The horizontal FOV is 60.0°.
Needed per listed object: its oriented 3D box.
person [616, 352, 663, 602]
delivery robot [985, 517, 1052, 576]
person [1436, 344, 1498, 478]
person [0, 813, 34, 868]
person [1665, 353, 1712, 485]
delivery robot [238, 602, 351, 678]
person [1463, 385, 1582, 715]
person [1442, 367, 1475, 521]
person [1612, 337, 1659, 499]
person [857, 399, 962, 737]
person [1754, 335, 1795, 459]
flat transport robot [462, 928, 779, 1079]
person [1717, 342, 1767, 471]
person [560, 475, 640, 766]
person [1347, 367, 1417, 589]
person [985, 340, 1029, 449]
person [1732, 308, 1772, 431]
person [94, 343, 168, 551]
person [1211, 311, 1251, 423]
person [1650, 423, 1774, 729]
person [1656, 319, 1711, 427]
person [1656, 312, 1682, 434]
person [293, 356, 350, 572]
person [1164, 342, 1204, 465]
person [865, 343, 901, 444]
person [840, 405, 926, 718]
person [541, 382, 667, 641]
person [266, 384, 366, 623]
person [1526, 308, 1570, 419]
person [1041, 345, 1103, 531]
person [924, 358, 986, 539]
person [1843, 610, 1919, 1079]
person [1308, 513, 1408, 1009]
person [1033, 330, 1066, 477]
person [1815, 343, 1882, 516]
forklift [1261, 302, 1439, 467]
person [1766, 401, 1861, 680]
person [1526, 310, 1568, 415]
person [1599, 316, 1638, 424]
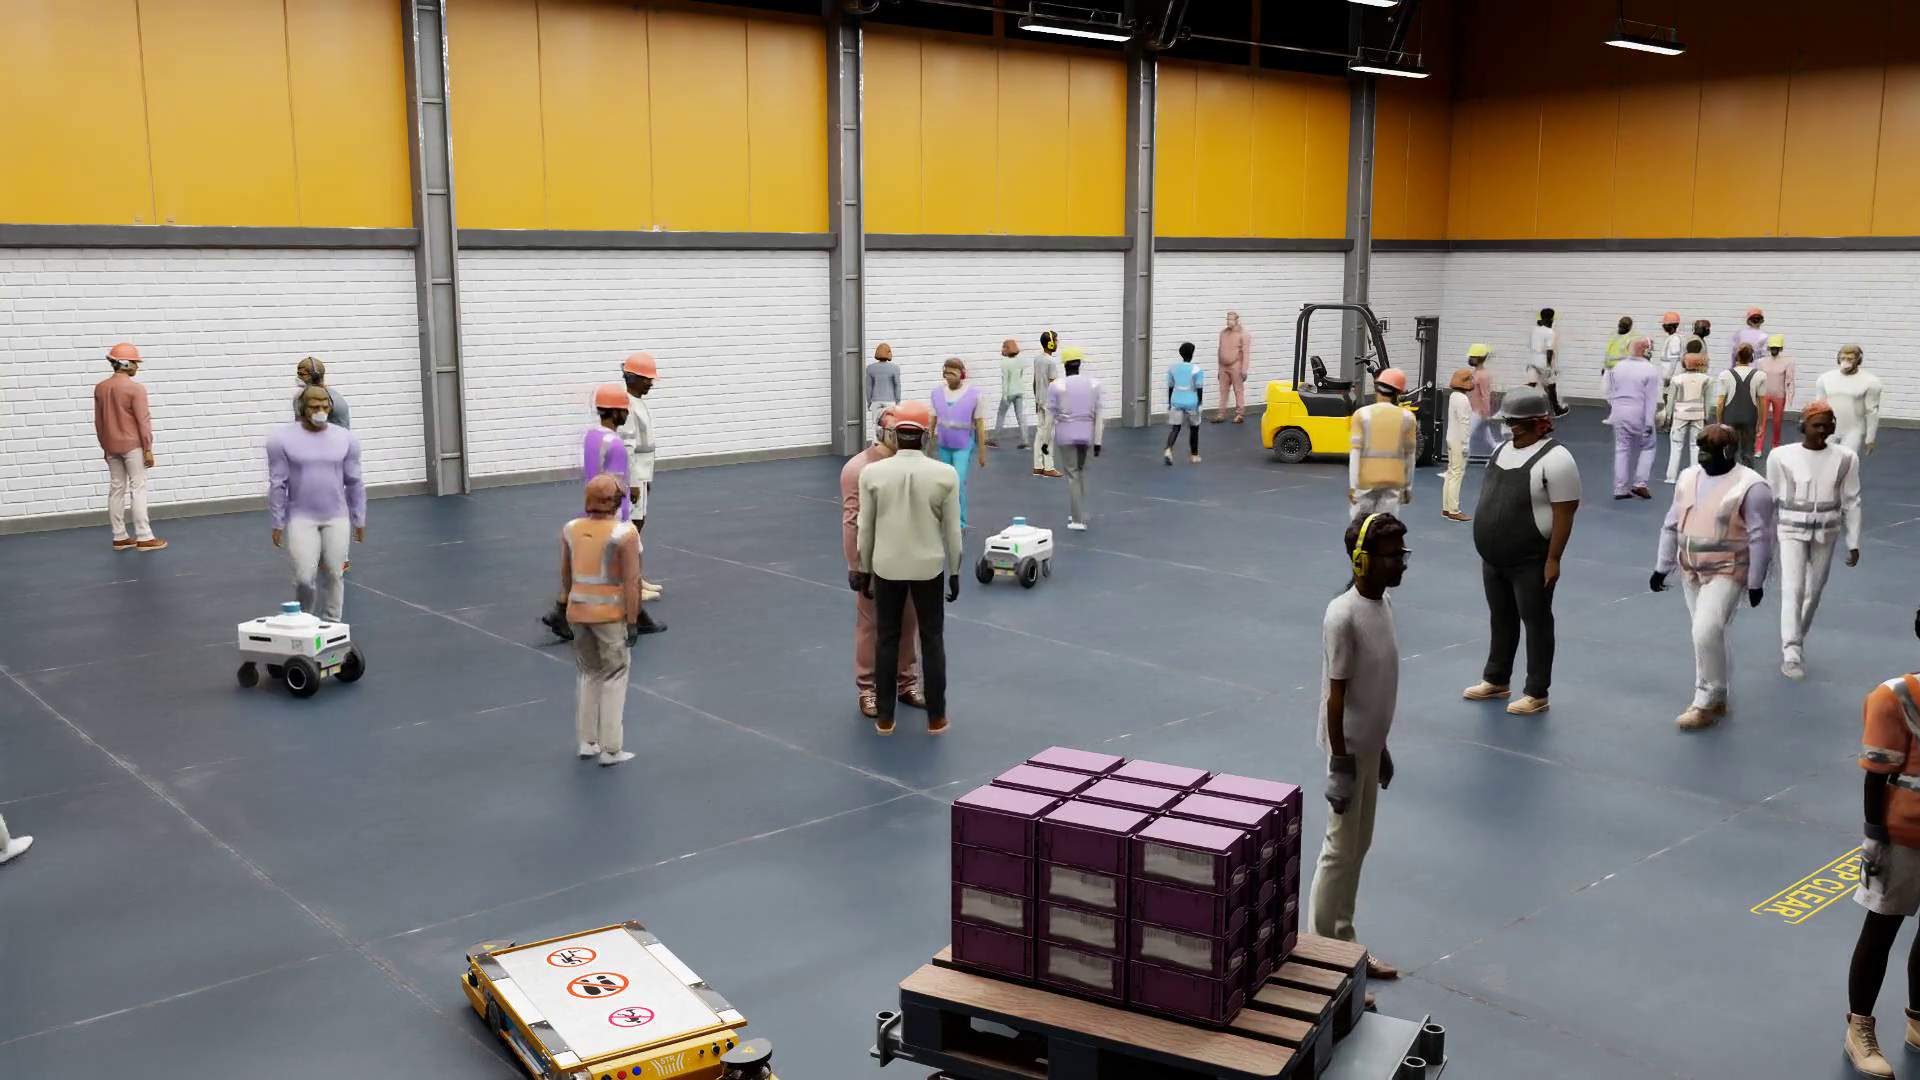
[{"bbox_3d":[-2.631,-0.518,13.641,0.392,2.034,0.605,-1,10,-3],"label":"person"},{"bbox_3d":[0.512,0.046,14.384,0.477,0.478,0.707,5,11,29],"label":"delivery robot"},{"bbox_3d":[6.558,-1.617,21.003,0.925,1.723,0.518,2,10,9],"label":"person"},{"bbox_3d":[-4.572,0.779,7.364,0.540,1.580,0.750,-1,10,-4],"label":"person"},{"bbox_3d":[8.957,-1.482,20.467,0.522,1.634,0.313,1,10,9],"label":"person"},{"bbox_3d":[-4.348,0.649,10.856,0.707,0.478,0.477,4,10,21],"label":"delivery robot"},{"bbox_3d":[3.437,0.051,10.285,0.535,2.000,0.684,-4,10,-22],"label":"person"},{"bbox_3d":[5.338,-1.024,17.760,0.272,1.635,0.507,0,10,3],"label":"person"},{"bbox_3d":[7.836,-1.401,19.262,0.526,1.881,0.637,-6,12,-33],"label":"person"},{"bbox_3d":[-0.298,0.163,9.791,0.621,1.983,0.413,0,10,1],"label":"person"},{"bbox_3d":[11.430,-2.022,23.377,0.542,1.718,0.924,6,11,31],"label":"person"},{"bbox_3d":[-1.237,1.689,5.871,0.652,0.197,1.431,-6,11,-32],"label":"flat transport robot"},{"bbox_3d":[8.827,-1.311,18.835,0.508,1.846,0.345,4,10,20],"label":"person"},{"bbox_3d":[-2.022,0.455,9.311,0.553,1.631,0.421,5,11,26],"label":"person"},{"bbox_3d":[3.510,-0.481,13.827,0.559,1.889,0.581,1,10,5],"label":"person"},{"bbox_3d":[0.717,-2.126,24.339,0.504,1.597,0.741,-9,13,-43],"label":"person"},{"bbox_3d":[12.577,-2.696,26.515,0.612,2.008,0.815,8,12,39],"label":"person"},{"bbox_3d":[-7.967,-0.887,15.932,0.612,1.987,0.399,4,10,20],"label":"person"},{"bbox_3d":[4.578,-2.905,28.021,0.404,1.905,0.665,-9,13,-41],"label":"person"},{"bbox_3d":[4.462,0.215,9.989,0.712,1.821,0.632,-3,10,-19],"label":"person"},{"bbox_3d":[11.781,-2.675,26.952,0.762,1.815,0.636,5,11,29],"label":"person"},{"bbox_3d":[11.234,-2.634,26.333,0.390,1.928,0.597,4,10,21],"label":"person"},{"bbox_3d":[-5.656,-0.655,14.727,0.629,1.937,0.379,5,11,29],"label":"person"},{"bbox_3d":[3.033,-1.841,22.439,0.541,1.676,0.748,6,11,30],"label":"person"},{"bbox_3d":[-1.042,-1.869,22.715,0.500,1.633,0.286,3,10,14],"label":"person"},{"bbox_3d":[-0.411,0.124,10.249,0.640,1.910,0.409,-6,11,-31],"label":"person"},{"bbox_3d":[-2.635,-0.199,12.162,0.900,1.912,0.547,-8,13,-39],"label":"person"},{"bbox_3d":[-4.493,-0.132,11.690,0.647,1.924,0.431,-6,11,-31],"label":"person"},{"bbox_3d":[10.109,-3.029,28.698,1.015,1.908,0.629,-4,11,-23],"label":"person"},{"bbox_3d":[1.129,-1.062,17.208,0.586,1.899,0.755,-4,11,-23],"label":"person"},{"bbox_3d":[-0.078,-0.882,16.363,0.603,1.821,0.560,6,11,31],"label":"person"},{"bbox_3d":[3.308,1.010,5.678,0.540,1.695,0.317,-2,10,-10],"label":"person"},{"bbox_3d":[1.528,0.819,6.322,0.323,1.860,0.518,6,11,32],"label":"person"},{"bbox_3d":[1.127,-1.735,21.243,0.323,1.871,0.530,-5,11,-29],"label":"person"},{"bbox_3d":[9.249,-1.101,17.376,0.644,1.922,0.578,9,14,44],"label":"person"},{"bbox_3d":[5.320,-2.157,22.763,2.313,2.155,1.214,3,10,16],"label":"forklift"},{"bbox_3d":[5.778,-0.022,11.343,0.587,1.863,0.879,2,10,13],"label":"person"},{"bbox_3d":[10.335,-3.125,29.347,0.946,1.889,0.588,0,10,-3],"label":"person"},{"bbox_3d":[11.042,-2.835,27.868,0.474,1.818,0.678,-3,10,-19],"label":"person"}]
